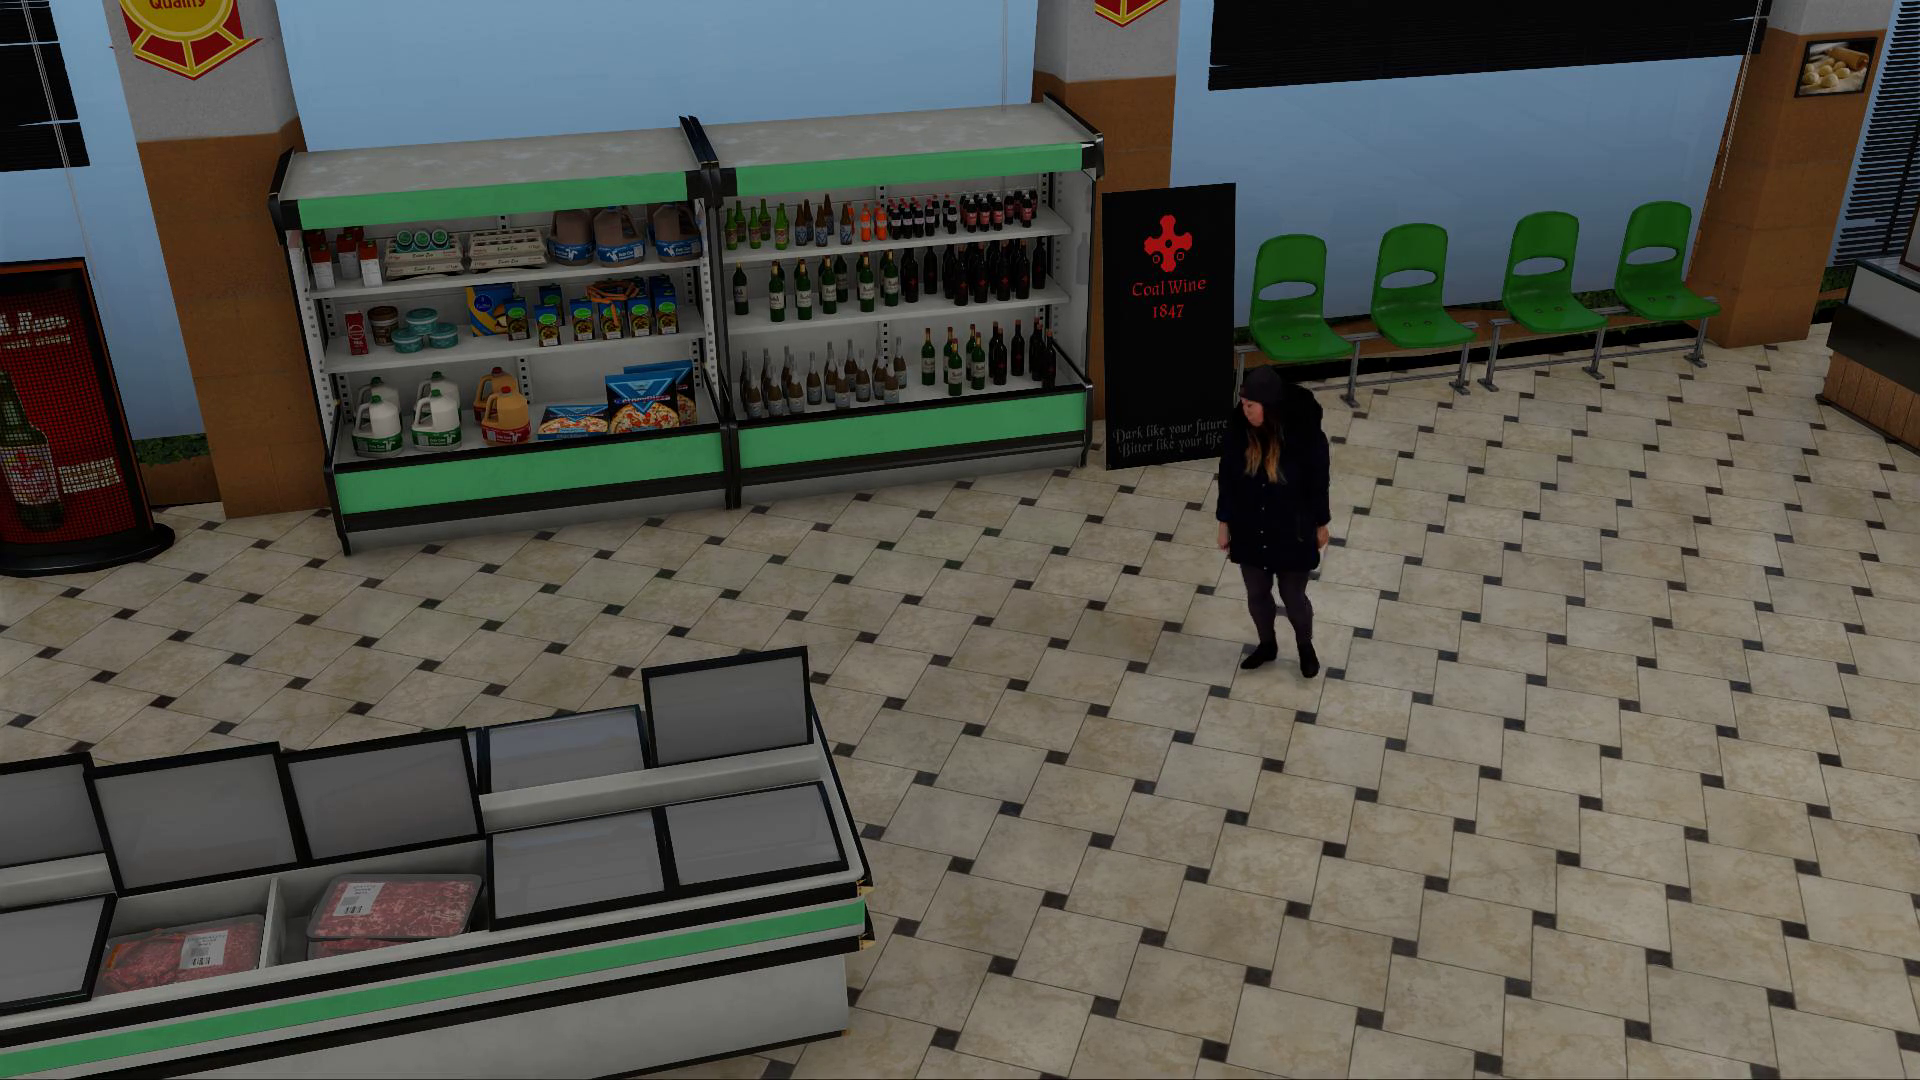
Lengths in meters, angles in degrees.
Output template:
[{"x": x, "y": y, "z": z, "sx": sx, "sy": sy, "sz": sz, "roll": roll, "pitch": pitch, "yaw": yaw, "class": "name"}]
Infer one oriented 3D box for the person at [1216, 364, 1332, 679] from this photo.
[{"x": 1.543, "y": -0.079, "z": 7.955, "sx": 0.832, "sy": 1.646, "sz": 0.902, "roll": 6, "pitch": 29, "yaw": 12, "class": "person"}]
